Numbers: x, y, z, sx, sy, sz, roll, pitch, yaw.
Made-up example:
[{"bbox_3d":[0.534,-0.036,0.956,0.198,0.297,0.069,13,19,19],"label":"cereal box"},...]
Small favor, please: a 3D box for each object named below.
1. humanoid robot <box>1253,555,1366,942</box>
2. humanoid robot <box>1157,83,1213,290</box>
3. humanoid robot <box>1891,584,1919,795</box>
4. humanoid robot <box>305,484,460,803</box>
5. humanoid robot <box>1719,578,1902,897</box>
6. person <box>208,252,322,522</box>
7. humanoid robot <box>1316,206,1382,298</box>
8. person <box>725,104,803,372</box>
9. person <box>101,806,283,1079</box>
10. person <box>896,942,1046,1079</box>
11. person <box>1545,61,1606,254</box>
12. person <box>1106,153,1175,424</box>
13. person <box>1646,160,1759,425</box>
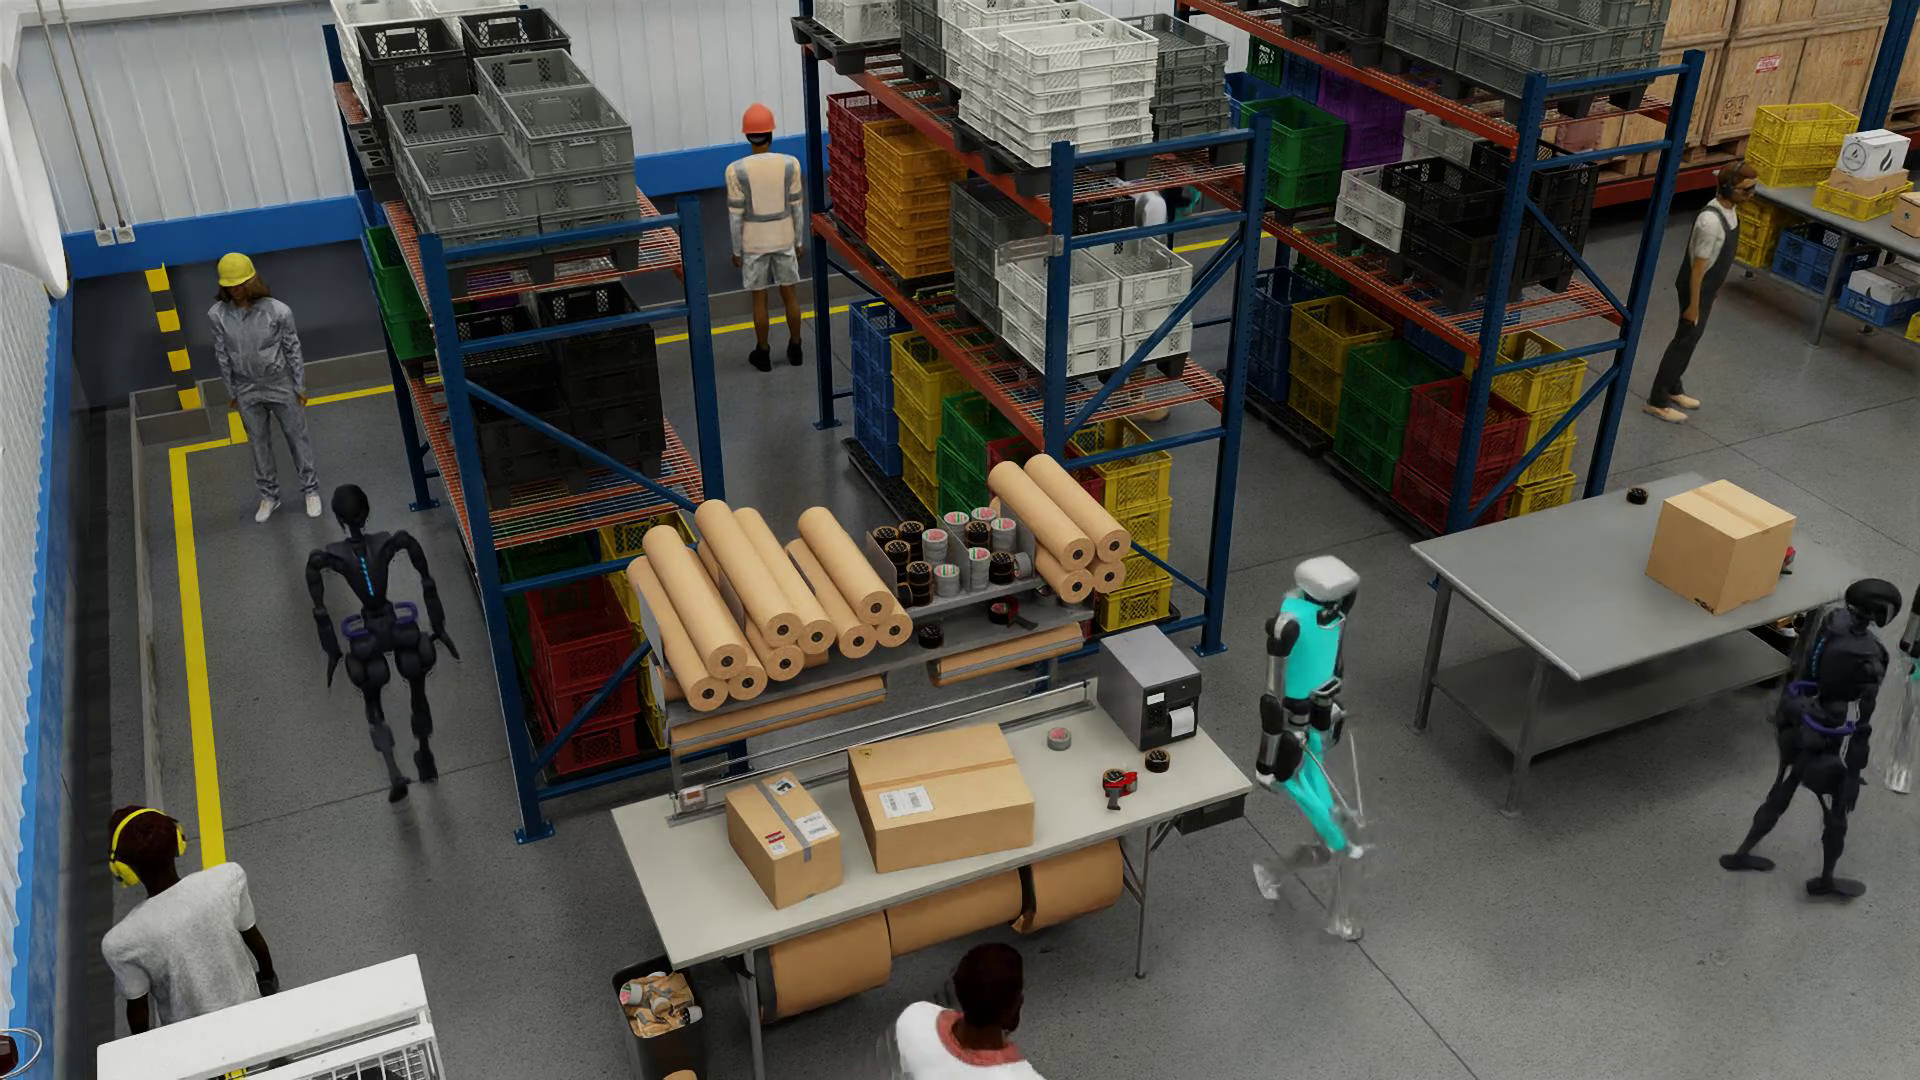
[{"bbox_3d":[1.646,0.967,7.046,0.816,1.816,0.567,25,40,35],"label":"humanoid robot"},{"bbox_3d":[1.653,-2.726,13.088,0.732,1.872,0.540,10,33,16],"label":"humanoid robot"},{"bbox_3d":[4.720,0.482,7.816,0.530,1.822,0.696,18,36,27],"label":"humanoid robot"},{"bbox_3d":[-2.667,0.516,7.785,0.610,1.640,0.506,-13,34,-21],"label":"humanoid robot"},{"bbox_3d":[3.810,0.844,7.271,0.571,1.646,0.608,2,32,2],"label":"humanoid robot"},{"bbox_3d":[-4.195,-0.915,10.049,0.485,1.744,0.309,-4,32,-6],"label":"person"},{"bbox_3d":[3.000,-2.445,12.545,0.853,1.774,0.574,10,33,16],"label":"humanoid robot"},{"bbox_3d":[-1.380,-2.134,11.849,0.545,1.934,0.372,-11,33,-17],"label":"person"},{"bbox_3d":[-2.594,1.661,5.761,0.340,1.857,0.518,24,39,34],"label":"person"},{"bbox_3d":[0.033,2.008,5.153,0.597,1.902,0.498,24,39,33],"label":"person"},{"bbox_3d":[5.136,-3.251,13.832,0.522,1.761,0.336,-16,35,-24],"label":"person"},{"bbox_3d":[1.220,-1.763,11.154,0.384,2.034,0.604,-14,34,-22],"label":"person"},{"bbox_3d":[4.994,-1.670,11.190,0.338,1.837,0.504,20,37,29],"label":"person"}]
